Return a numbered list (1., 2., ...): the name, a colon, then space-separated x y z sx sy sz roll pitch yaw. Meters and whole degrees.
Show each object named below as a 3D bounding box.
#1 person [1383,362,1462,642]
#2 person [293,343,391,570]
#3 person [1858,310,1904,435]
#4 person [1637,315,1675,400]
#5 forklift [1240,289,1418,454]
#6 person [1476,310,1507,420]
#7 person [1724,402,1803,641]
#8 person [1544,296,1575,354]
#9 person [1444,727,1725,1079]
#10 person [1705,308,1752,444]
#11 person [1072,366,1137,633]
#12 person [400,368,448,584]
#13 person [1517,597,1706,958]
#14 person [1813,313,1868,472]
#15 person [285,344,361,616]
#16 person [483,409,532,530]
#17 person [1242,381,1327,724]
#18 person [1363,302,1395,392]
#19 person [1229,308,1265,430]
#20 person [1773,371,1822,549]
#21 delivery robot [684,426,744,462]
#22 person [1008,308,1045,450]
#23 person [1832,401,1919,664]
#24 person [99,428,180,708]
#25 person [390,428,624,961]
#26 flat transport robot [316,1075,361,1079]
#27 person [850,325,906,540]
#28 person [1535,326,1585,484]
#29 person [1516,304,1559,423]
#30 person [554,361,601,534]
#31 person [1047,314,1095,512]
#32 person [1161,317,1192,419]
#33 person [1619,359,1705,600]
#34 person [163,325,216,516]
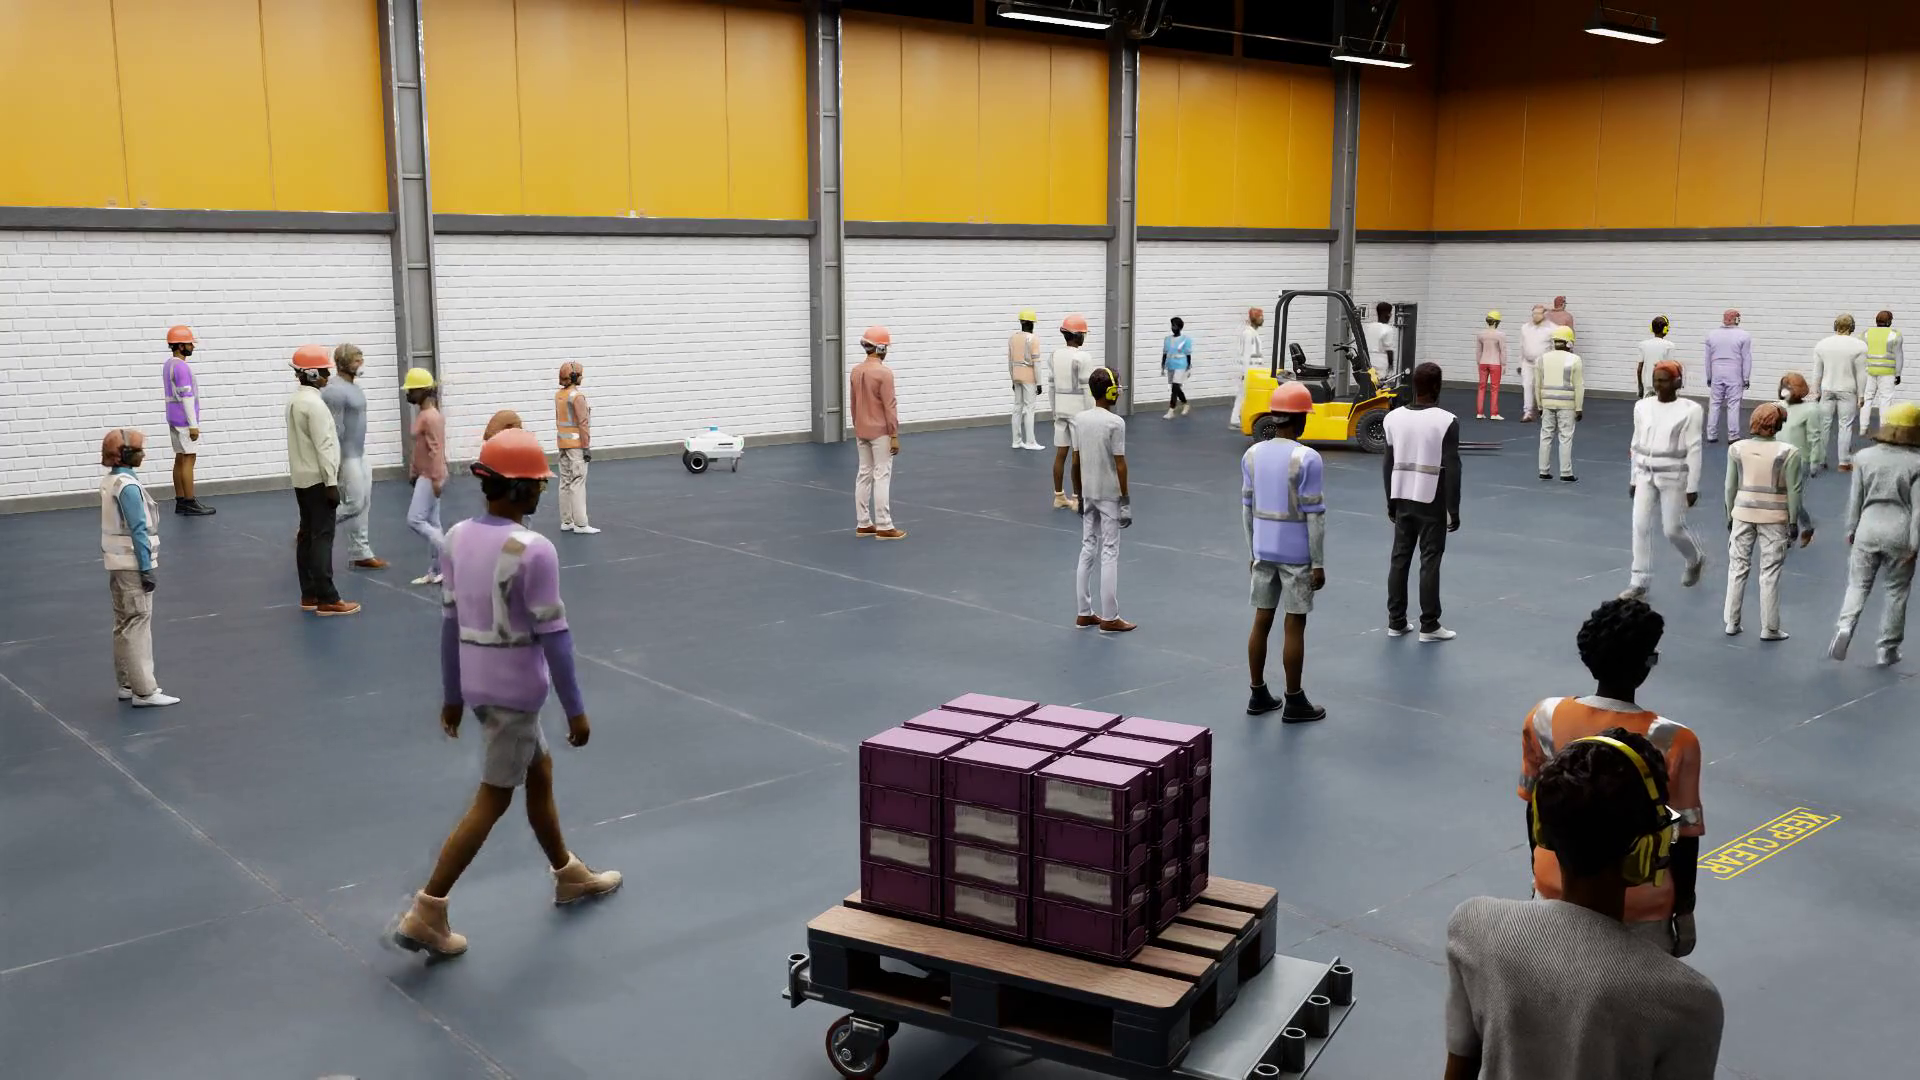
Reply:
1. person: 3.162 -0.248 11.424 0.391 1.895 0.593 -9 13 -41
2. person: -5.172 -0.678 13.852 0.647 1.926 0.634 -1 10 -5
3. person: 13.523 -2.447 24.448 0.429 1.844 0.627 -9 13 -41
4. person: 9.016 -1.961 21.521 0.328 1.872 0.511 -9 13 -41
5. forklift: 5.034 -2.339 22.783 2.313 2.155 1.214 3 10 16
6. person: 8.565 -2.810 26.800 0.313 1.768 0.526 -9 13 -41
7. person: 5.509 -0.124 11.441 0.307 1.641 0.513 -9 13 -41
8. person: 11.034 -3.543 30.677 0.410 1.908 0.643 -9 13 -41
9. person: 1.054 1.233 2.836 0.328 1.868 0.511 -9 13 -41
10. person: 10.806 -2.298 23.386 0.411 1.908 0.643 -9 13 -41
11. person: 1.012 -0.283 11.694 0.328 1.872 0.511 -9 13 -41
12. person: -4.276 -0.498 13.285 0.358 1.755 0.532 -4 10 -22
13. person: 1.826 0.999 4.693 0.318 1.699 0.534 -9 13 -41
14. person: 10.756 -1.795 20.346 0.372 1.940 0.632 -9 13 -41
15. person: -4.731 -0.439 12.243 0.375 1.995 0.611 -9 13 -41
16. person: -2.976 -0.047 11.001 0.288 1.634 0.499 -9 13 -41
17. person: 1.850 0.069 9.439 0.355 1.938 0.544 -9 13 -41
18. person: 6.322 -2.632 25.280 0.459 1.943 0.656 -7 12 -34
19. person: 4.518 -2.563 25.104 0.935 1.840 0.599 2 10 13
20. person: 7.394 -0.687 14.803 0.360 1.623 0.506 -4 10 -20
21. delivery robot: -3.016 -1.160 20.401 0.707 0.478 0.477 -3 10 -15
22. person: 0.903 -2.187 22.675 0.364 1.928 0.587 -9 13 -41
23. person: 5.897 -0.028 10.622 0.493 1.721 0.623 9 14 44
24. person: -4.851 0.165 9.750 0.307 1.639 0.513 -9 13 -41
25. person: -1.774 0.572 6.371 0.629 1.995 1.063 8 13 40
26. flat transport robot: -1.870 1.796 4.198 0.652 0.197 1.431 4 11 23
27. person: -0.779 -0.996 15.503 0.376 1.995 0.611 -9 13 -41
28. person: 6.986 -1.572 19.354 0.404 1.833 0.589 -9 13 -41
29. person: 9.200 -2.814 26.464 0.650 1.886 0.657 8 13 41
30. person: -3.673 -0.872 15.818 0.307 1.641 0.513 -9 13 -41
31. person: 1.172 -1.306 17.180 0.370 2.044 0.608 -9 13 -41
32. person: 3.565 -2.820 27.149 0.538 1.665 0.822 9 13 43
33. person: 5.473 -0.468 12.836 0.779 1.864 0.588 -7 12 -34
34. person: -7.885 -1.213 16.944 0.354 1.939 0.544 -9 13 -41
